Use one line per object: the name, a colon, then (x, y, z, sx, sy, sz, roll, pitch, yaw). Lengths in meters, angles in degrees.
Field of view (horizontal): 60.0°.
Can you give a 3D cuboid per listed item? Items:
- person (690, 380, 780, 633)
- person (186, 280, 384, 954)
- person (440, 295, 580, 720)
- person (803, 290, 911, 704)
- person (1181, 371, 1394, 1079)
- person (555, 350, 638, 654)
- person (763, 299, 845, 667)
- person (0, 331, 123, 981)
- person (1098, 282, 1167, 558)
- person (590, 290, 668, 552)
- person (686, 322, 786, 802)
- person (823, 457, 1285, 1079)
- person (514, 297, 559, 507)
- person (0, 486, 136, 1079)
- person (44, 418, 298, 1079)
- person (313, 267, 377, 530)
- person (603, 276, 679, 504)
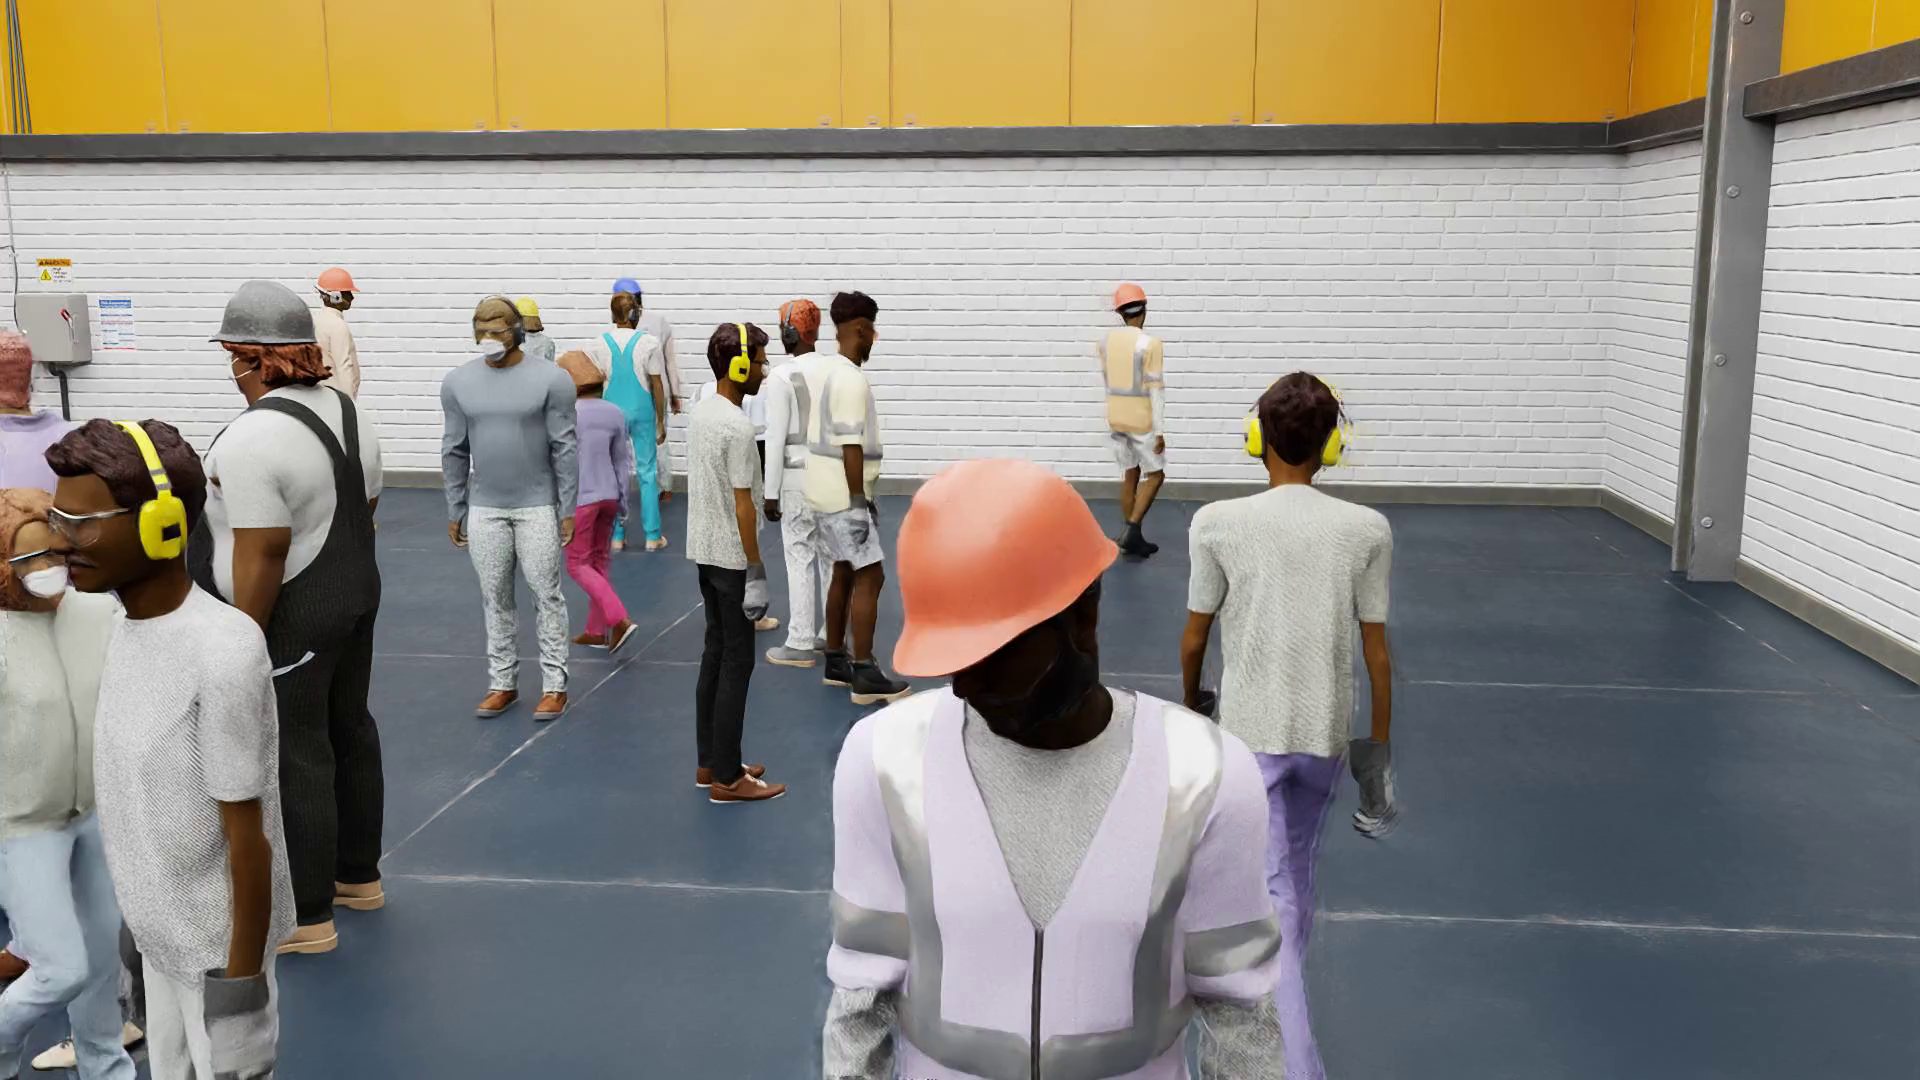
person: (-1.265, -0.326, 9.257, 0.532, 1.697, 0.322, 7, 12, 36)
person: (-2.072, 0.233, 5.081, 0.537, 2.000, 0.674, 2, 10, 9)
person: (-2.037, -0.140, 7.553, 0.636, 1.928, 0.387, 1, 10, 5)
person: (-0.503, -0.207, 7.917, 0.470, 1.933, 0.665, -2, 10, -14)
person: (0.784, 0.494, 4.198, 0.480, 1.821, 0.890, -1, 10, -8)
person: (-1.896, -0.181, 8.684, 0.590, 1.613, 0.513, 8, 12, 37)
person: (-0.781, -0.290, 8.537, 0.357, 1.880, 0.574, 8, 12, 37)
person: (-2.769, 0.345, 4.862, 0.427, 1.902, 0.679, 3, 10, 17)
person: (1.221, -0.812, 11.437, 0.477, 1.908, 0.577, -9, 14, -43)
person: (-2.328, -0.826, 11.718, 0.505, 1.841, 0.347, 0, 10, 1)
person: (-0.874, 0.094, 6.421, 0.345, 1.857, 0.524, -6, 11, -29)
person: (0.135, 0.801, 2.251, 0.633, 1.894, 0.653, 1, 10, 5)
person: (-3.502, -1.099, 13.554, 0.297, 1.745, 0.484, 7, 12, 34)
person: (-2.106, 0.660, 3.861, 0.417, 1.612, 0.597, 3, 10, 15)
person: (-1.301, 0.719, 2.819, 0.511, 1.862, 0.325, 9, 14, 43)
person: (-4.684, -1.050, 12.556, 0.397, 1.992, 0.623, -8, 13, -39)
person: (-2.615, -1.218, 13.754, 0.670, 1.921, 0.579, -9, 13, -40)
